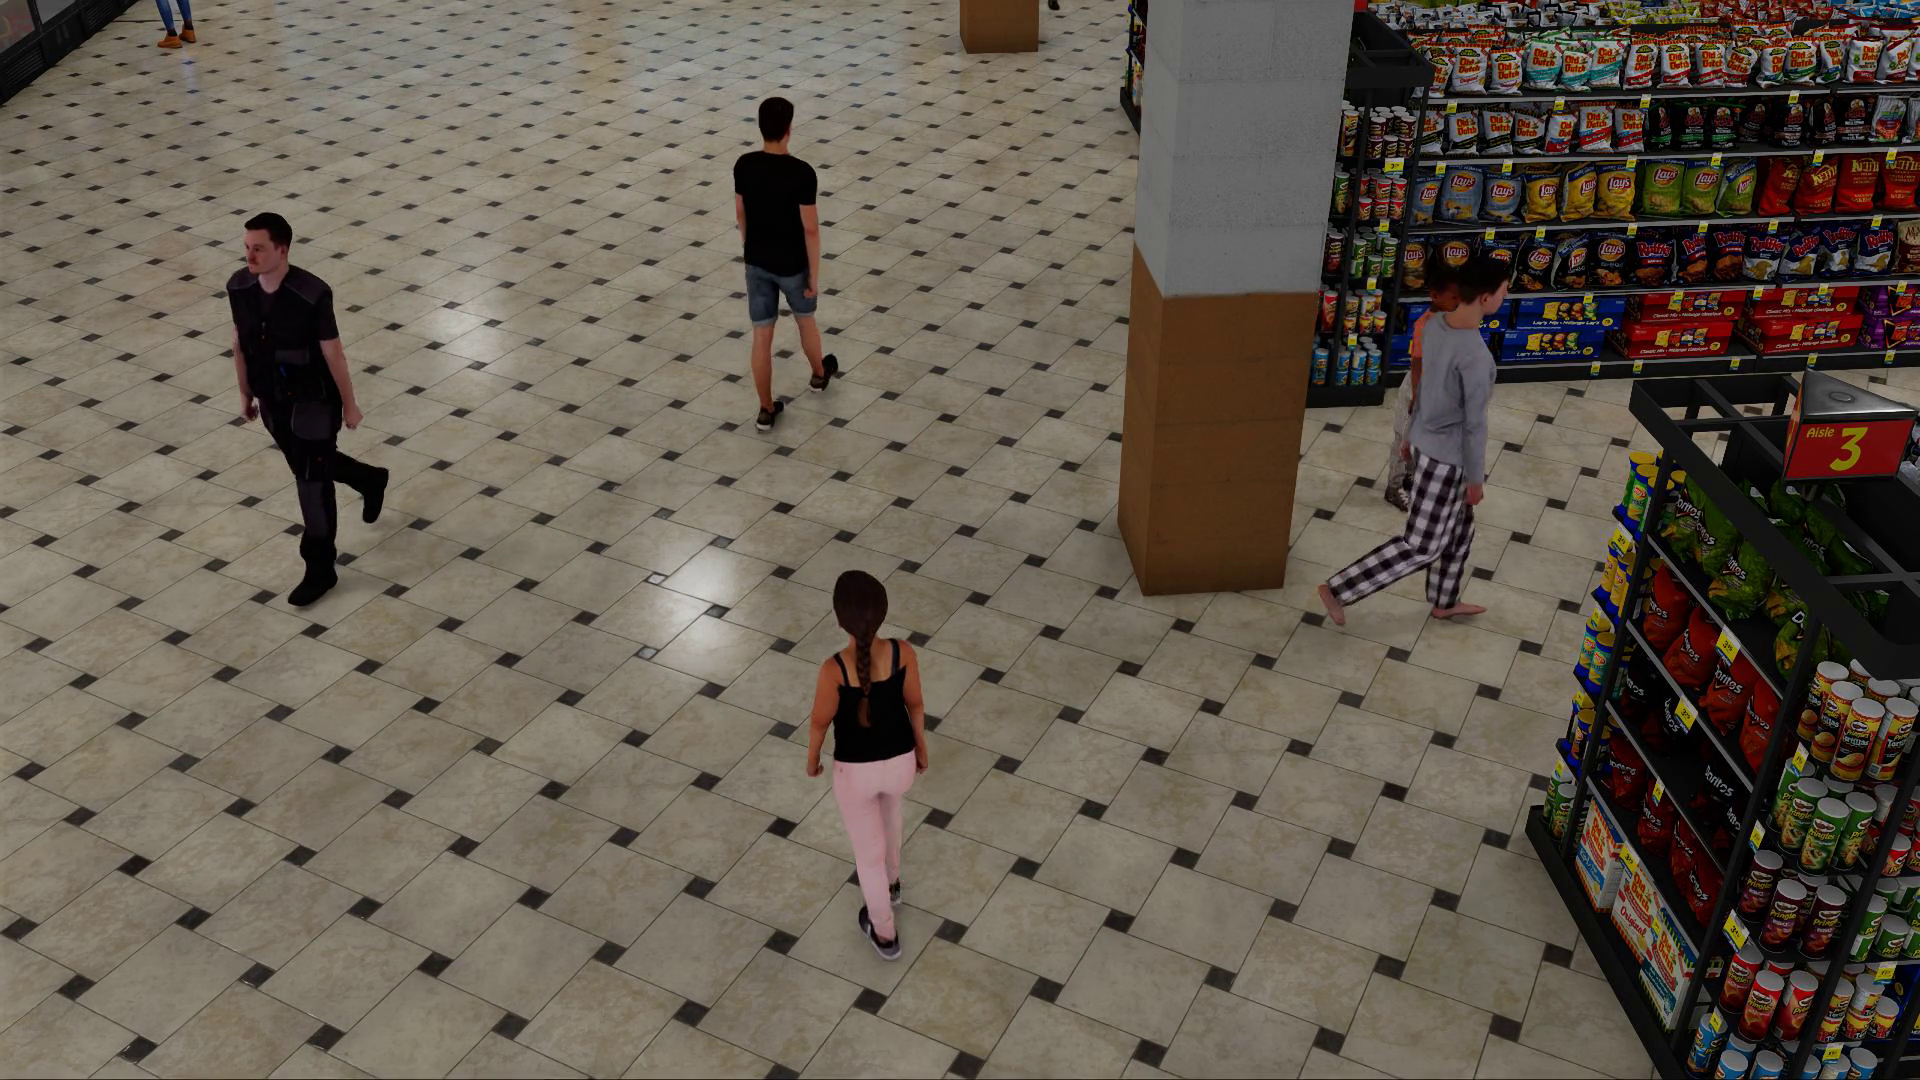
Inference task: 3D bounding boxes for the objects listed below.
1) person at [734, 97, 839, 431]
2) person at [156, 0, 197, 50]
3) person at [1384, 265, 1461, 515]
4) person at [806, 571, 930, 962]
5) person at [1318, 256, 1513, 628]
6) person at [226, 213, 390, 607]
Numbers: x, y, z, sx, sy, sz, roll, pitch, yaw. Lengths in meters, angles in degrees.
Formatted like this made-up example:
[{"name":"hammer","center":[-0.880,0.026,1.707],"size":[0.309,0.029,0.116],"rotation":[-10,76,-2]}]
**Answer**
[{"name":"person","center":[-1.039,-1.462,9.107],"size":[1.073,1.816,0.950],"rotation":[6,32,10]},{"name":"person","center":[-7.641,-5.577,15.818],"size":[0.681,1.712,0.680],"rotation":[14,34,21]},{"name":"person","center":[2.366,-0.788,8.502],"size":[0.629,1.310,0.565],"rotation":[26,40,35]},{"name":"person","center":[-0.266,0.818,5.693],"size":[0.728,1.551,0.738],"rotation":[-13,34,-21]},{"name":"person","center":[2.033,-0.360,7.336],"size":[1.107,1.815,0.702],"rotation":[-4,32,-6]},{"name":"person","center":[-3.060,-0.677,7.841],"size":[1.211,1.820,1.120],"rotation":[12,34,19]}]
